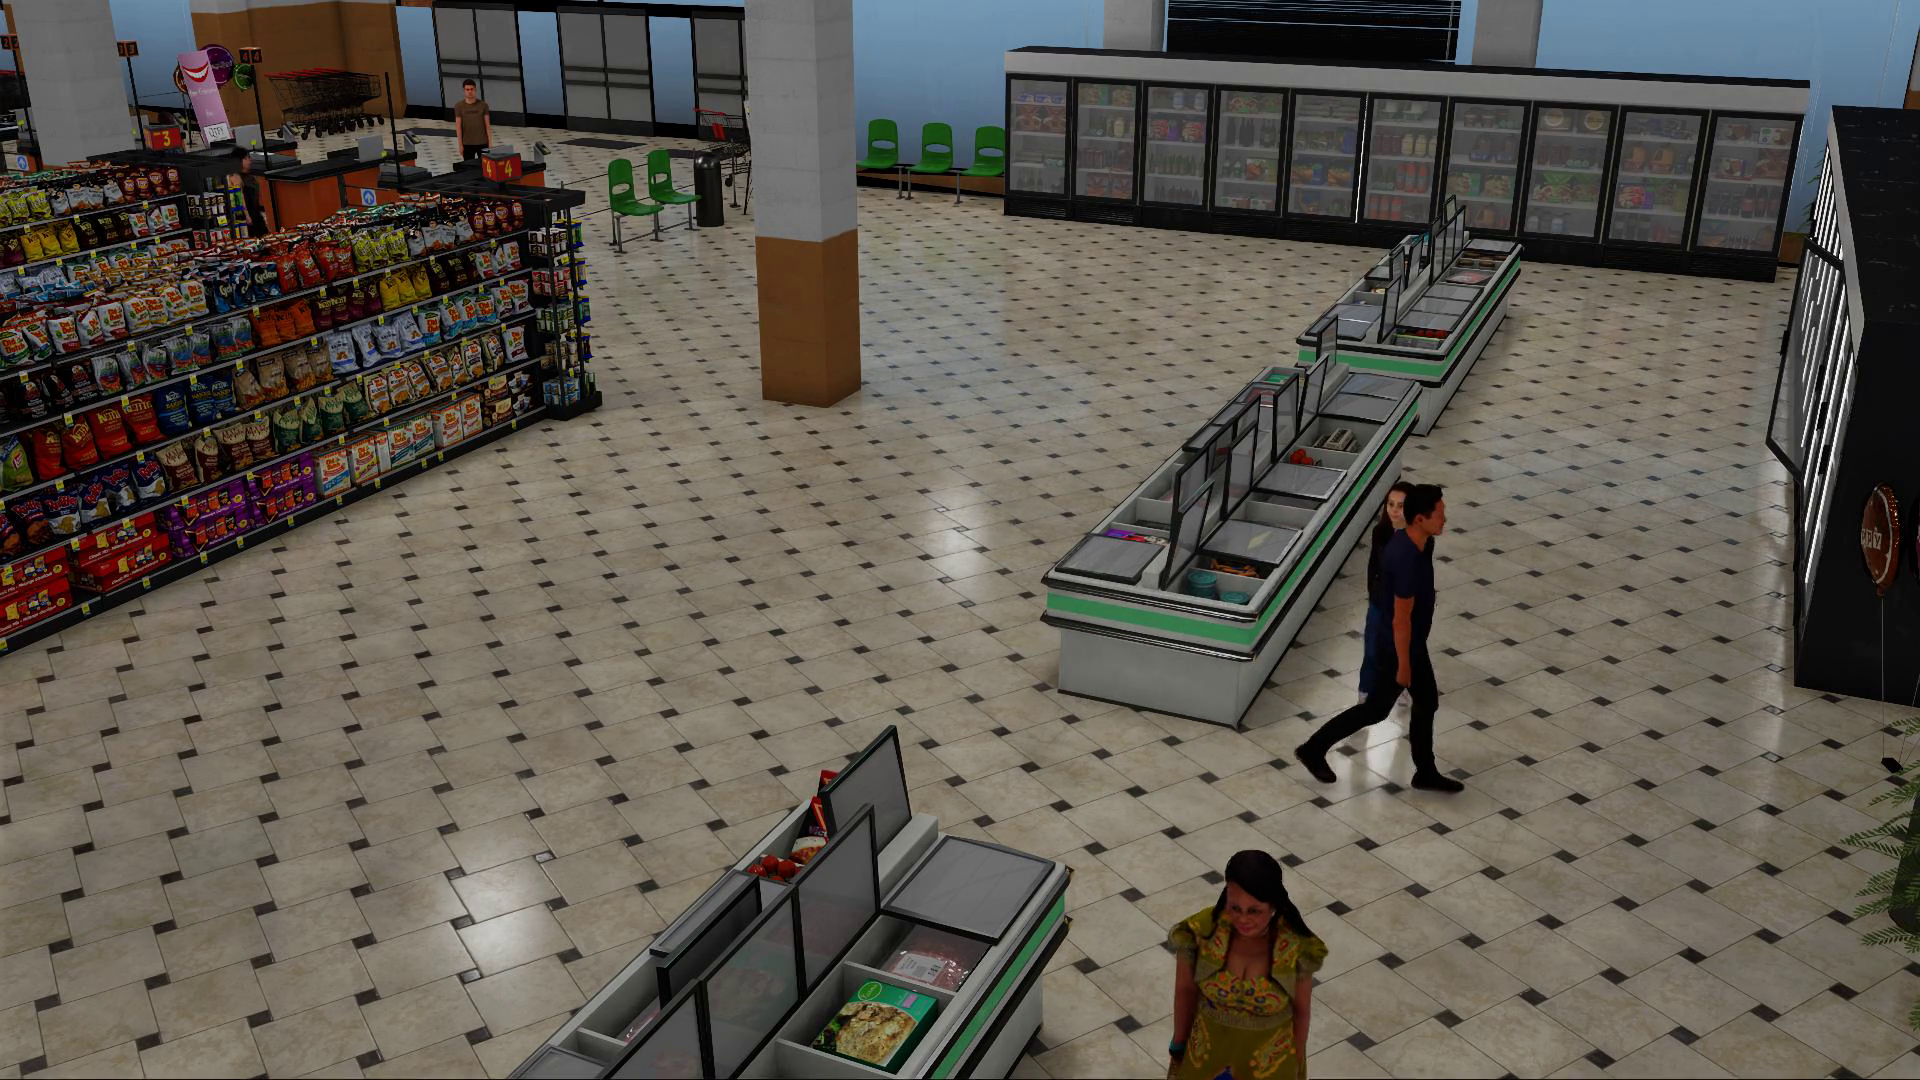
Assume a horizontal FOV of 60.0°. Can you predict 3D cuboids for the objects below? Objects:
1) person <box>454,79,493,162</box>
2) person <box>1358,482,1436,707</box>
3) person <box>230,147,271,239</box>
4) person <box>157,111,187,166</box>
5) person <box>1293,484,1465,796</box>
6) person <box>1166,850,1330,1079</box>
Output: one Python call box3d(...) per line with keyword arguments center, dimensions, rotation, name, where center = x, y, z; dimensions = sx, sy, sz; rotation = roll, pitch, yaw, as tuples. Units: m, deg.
box3d(center=(-7.122, -5.819, 24.423), dimensions=(0.728, 1.852, 0.804), rotation=(-9, 24, -22), name="person")
box3d(center=(2.556, 0.352, 9.605), dimensions=(0.675, 1.450, 1.003), rotation=(14, 26, 32), name="person")
box3d(center=(-8.623, -3.904, 20.005), dimensions=(0.711, 1.592, 0.598), rotation=(3, 22, 7), name="person")
box3d(center=(-10.169, -4.646, 21.581), dimensions=(0.629, 1.795, 0.522), rotation=(9, 24, 22), name="person")
box3d(center=(2.213, 0.550, 8.710), dimensions=(0.761, 1.749, 1.078), rotation=(8, 23, 20), name="person")
box3d(center=(0.981, 1.753, 5.854), dimensions=(0.882, 1.646, 1.019), rotation=(2, 22, 6), name="person")
